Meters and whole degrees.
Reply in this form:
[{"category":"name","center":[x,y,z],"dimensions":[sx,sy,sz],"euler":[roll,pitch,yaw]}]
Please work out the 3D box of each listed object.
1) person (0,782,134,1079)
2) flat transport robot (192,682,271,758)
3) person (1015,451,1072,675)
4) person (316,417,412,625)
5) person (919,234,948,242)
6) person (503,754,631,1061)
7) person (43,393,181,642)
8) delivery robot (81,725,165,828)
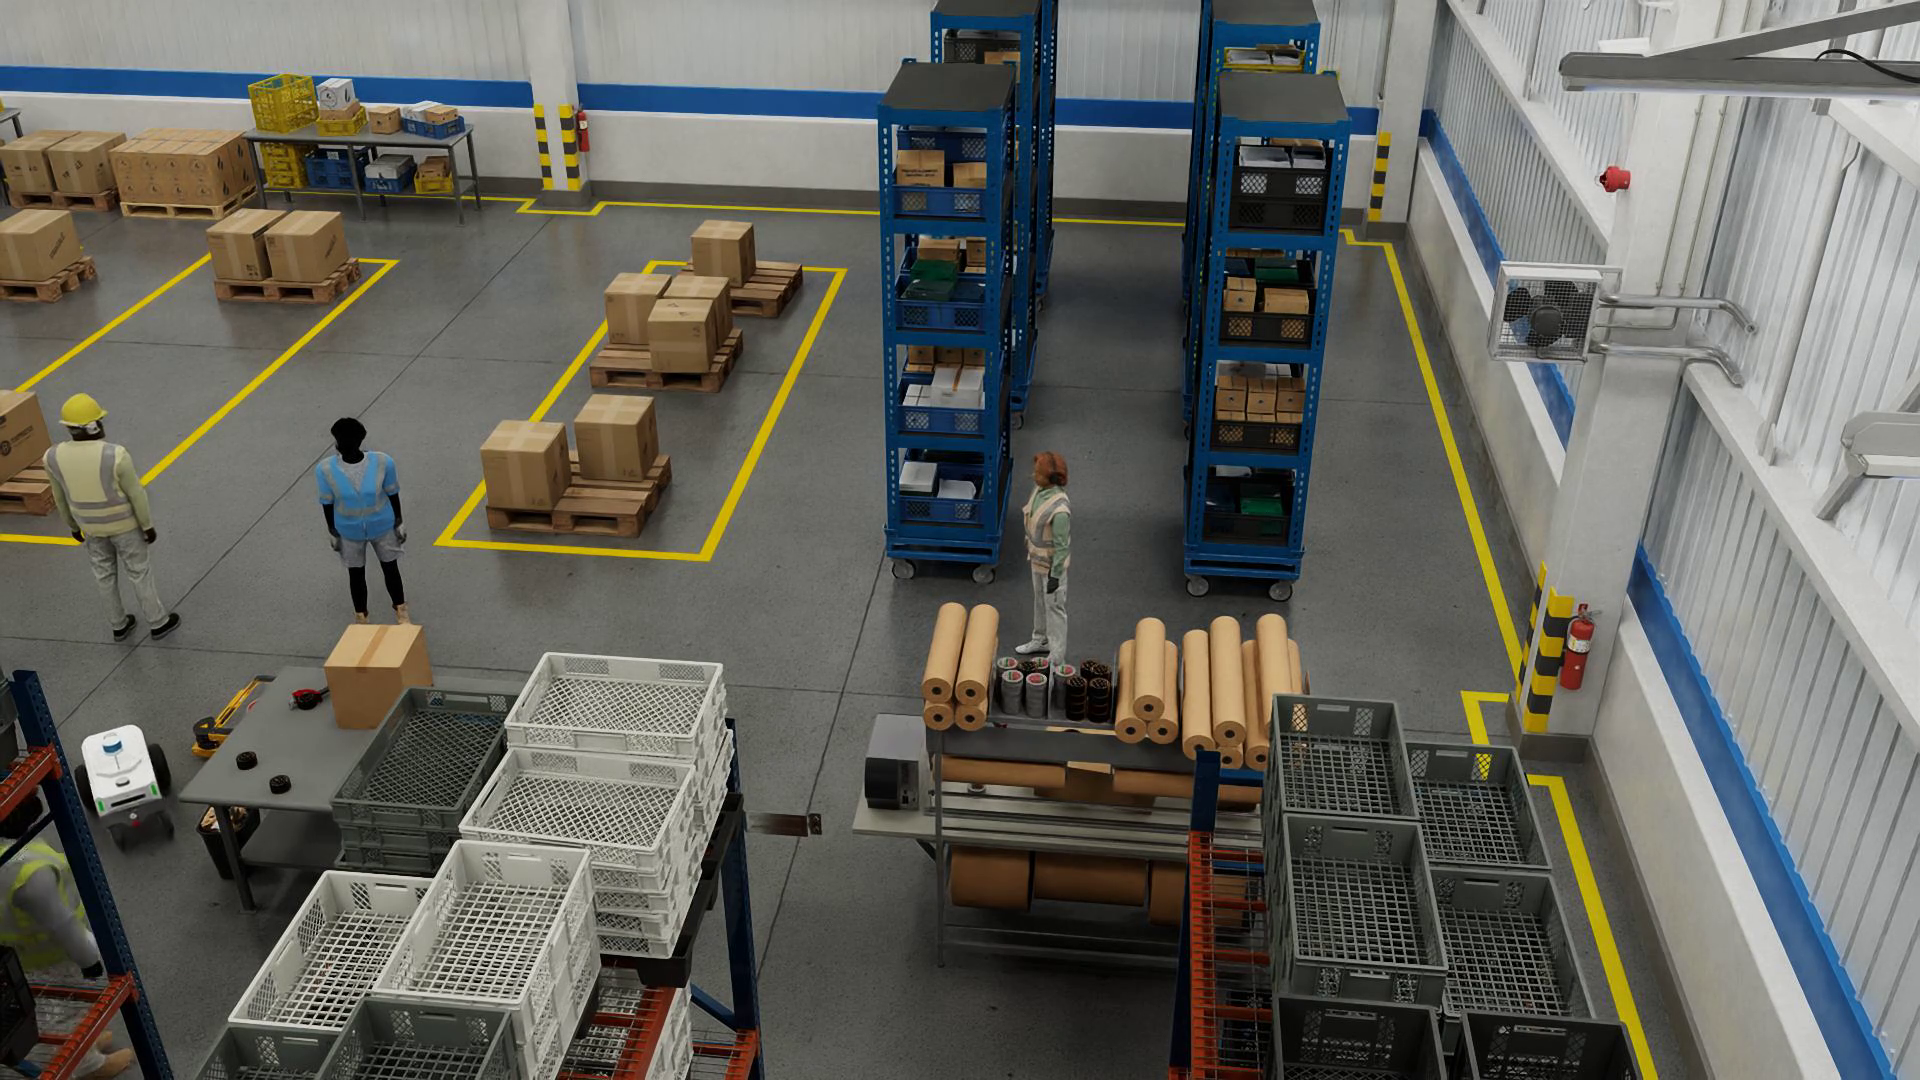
[{"category":"person","center":[-4.310,1.870,7.901],"dimensions":[0.650,1.824,0.467],"euler":[24,38,35]},{"category":"flat transport robot","center":[-4.089,1.163,10.648],"dimensions":[1.431,0.197,0.652],"euler":[3,30,6]},{"category":"person","center":[0.580,0.143,11.046],"dimensions":[0.307,1.643,0.514],"euler":[-9,31,-15]},{"category":"person","center":[-4.059,-0.077,11.370],"dimensions":[0.530,1.695,0.321],"euler":[-10,32,-17]},{"category":"person","center":[-0.205,-3.406,16.825],"dimensions":[0.624,1.968,0.810],"euler":[11,32,18]},{"category":"person","center":[-1.854,1.819,7.888],"dimensions":[0.630,1.932,0.362],"euler":[0,30,0]},{"category":"person","center":[-5.797,-0.140,11.347],"dimensions":[0.594,1.828,0.403],"euler":[0,30,1]},{"category":"delivery robot","center":[-4.985,1.388,9.884],"dimensions":[0.477,0.478,0.707],"euler":[-16,33,-27]}]
